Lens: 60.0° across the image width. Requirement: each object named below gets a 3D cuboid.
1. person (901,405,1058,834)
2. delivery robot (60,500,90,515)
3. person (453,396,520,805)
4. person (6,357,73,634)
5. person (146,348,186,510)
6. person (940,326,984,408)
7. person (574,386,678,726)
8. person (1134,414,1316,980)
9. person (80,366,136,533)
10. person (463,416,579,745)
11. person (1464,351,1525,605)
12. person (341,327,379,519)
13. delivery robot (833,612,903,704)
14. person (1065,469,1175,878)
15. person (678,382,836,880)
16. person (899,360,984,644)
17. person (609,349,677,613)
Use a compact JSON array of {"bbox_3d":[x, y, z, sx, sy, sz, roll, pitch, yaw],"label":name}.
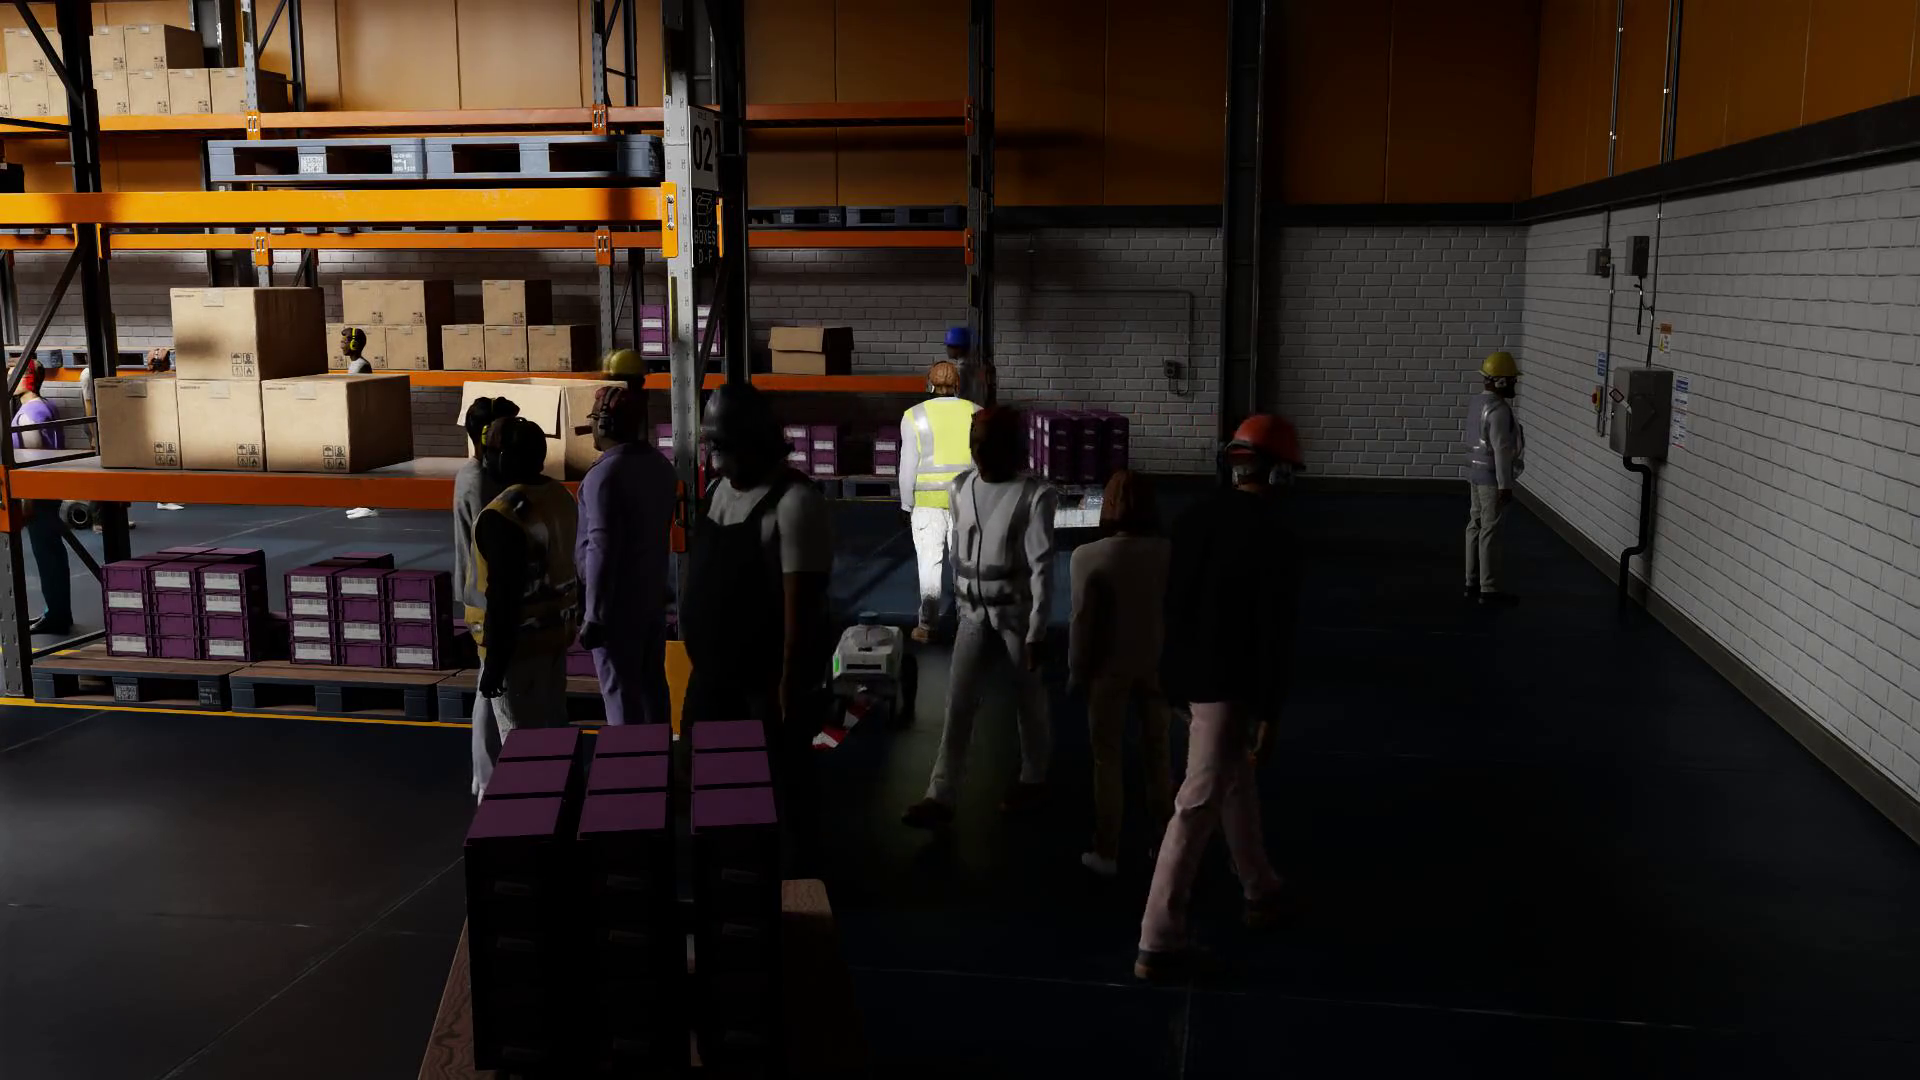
[{"bbox_3d":[0.126,0.352,7.139,0.603,1.829,0.976,6,11,34],"label":"person"},{"bbox_3d":[-8.435,-0.442,15.734,0.707,0.478,0.477,0,9,2],"label":"delivery robot"},{"bbox_3d":[-2.099,0.279,7.538,0.357,1.858,0.514,-3,10,-16],"label":"person"},{"bbox_3d":[-6.150,-0.300,11.138,0.383,1.848,0.568,-3,10,-19],"label":"person"},{"bbox_3d":[-8.086,-1.120,16.876,0.307,1.641,0.513,-4,10,-21],"label":"person"},{"bbox_3d":[0.133,-1.083,15.859,0.955,1.912,0.603,1,9,4],"label":"person"},{"bbox_3d":[-1.513,0.269,7.434,0.409,1.908,0.647,3,10,16],"label":"person"},{"bbox_3d":[0.978,0.523,5.866,1.048,1.901,0.630,-5,11,-29],"label":"person"},{"bbox_3d":[-7.904,-0.981,15.379,0.327,1.841,0.514,-1,9,-5],"label":"person"},{"bbox_3d":[-1.758,0.423,6.671,0.429,1.846,0.626,1,9,9],"label":"person"},{"bbox_3d":[3.899,-0.454,12.137,0.403,1.835,0.588,-1,9,-3],"label":"person"},{"bbox_3d":[-5.898,-1.138,16.307,0.328,1.862,0.509,-3,10,-19],"label":"person"},{"bbox_3d":[-0.495,0.637,9.038,0.477,0.478,0.707,0,9,1],"label":"delivery robot"},{"bbox_3d":[0.669,0.532,6.643,0.507,1.631,0.278,-2,9,-12],"label":"person"},{"bbox_3d":[-0.761,0.405,6.169,0.700,2.000,0.537,8,12,42],"label":"person"},{"bbox_3d":[-0.109,-0.245,10.823,0.633,1.841,0.429,-4,10,-21],"label":"person"},{"bbox_3d":[-2.373,-0.403,11.691,0.966,1.886,0.598,-1,9,-7],"label":"person"}]
